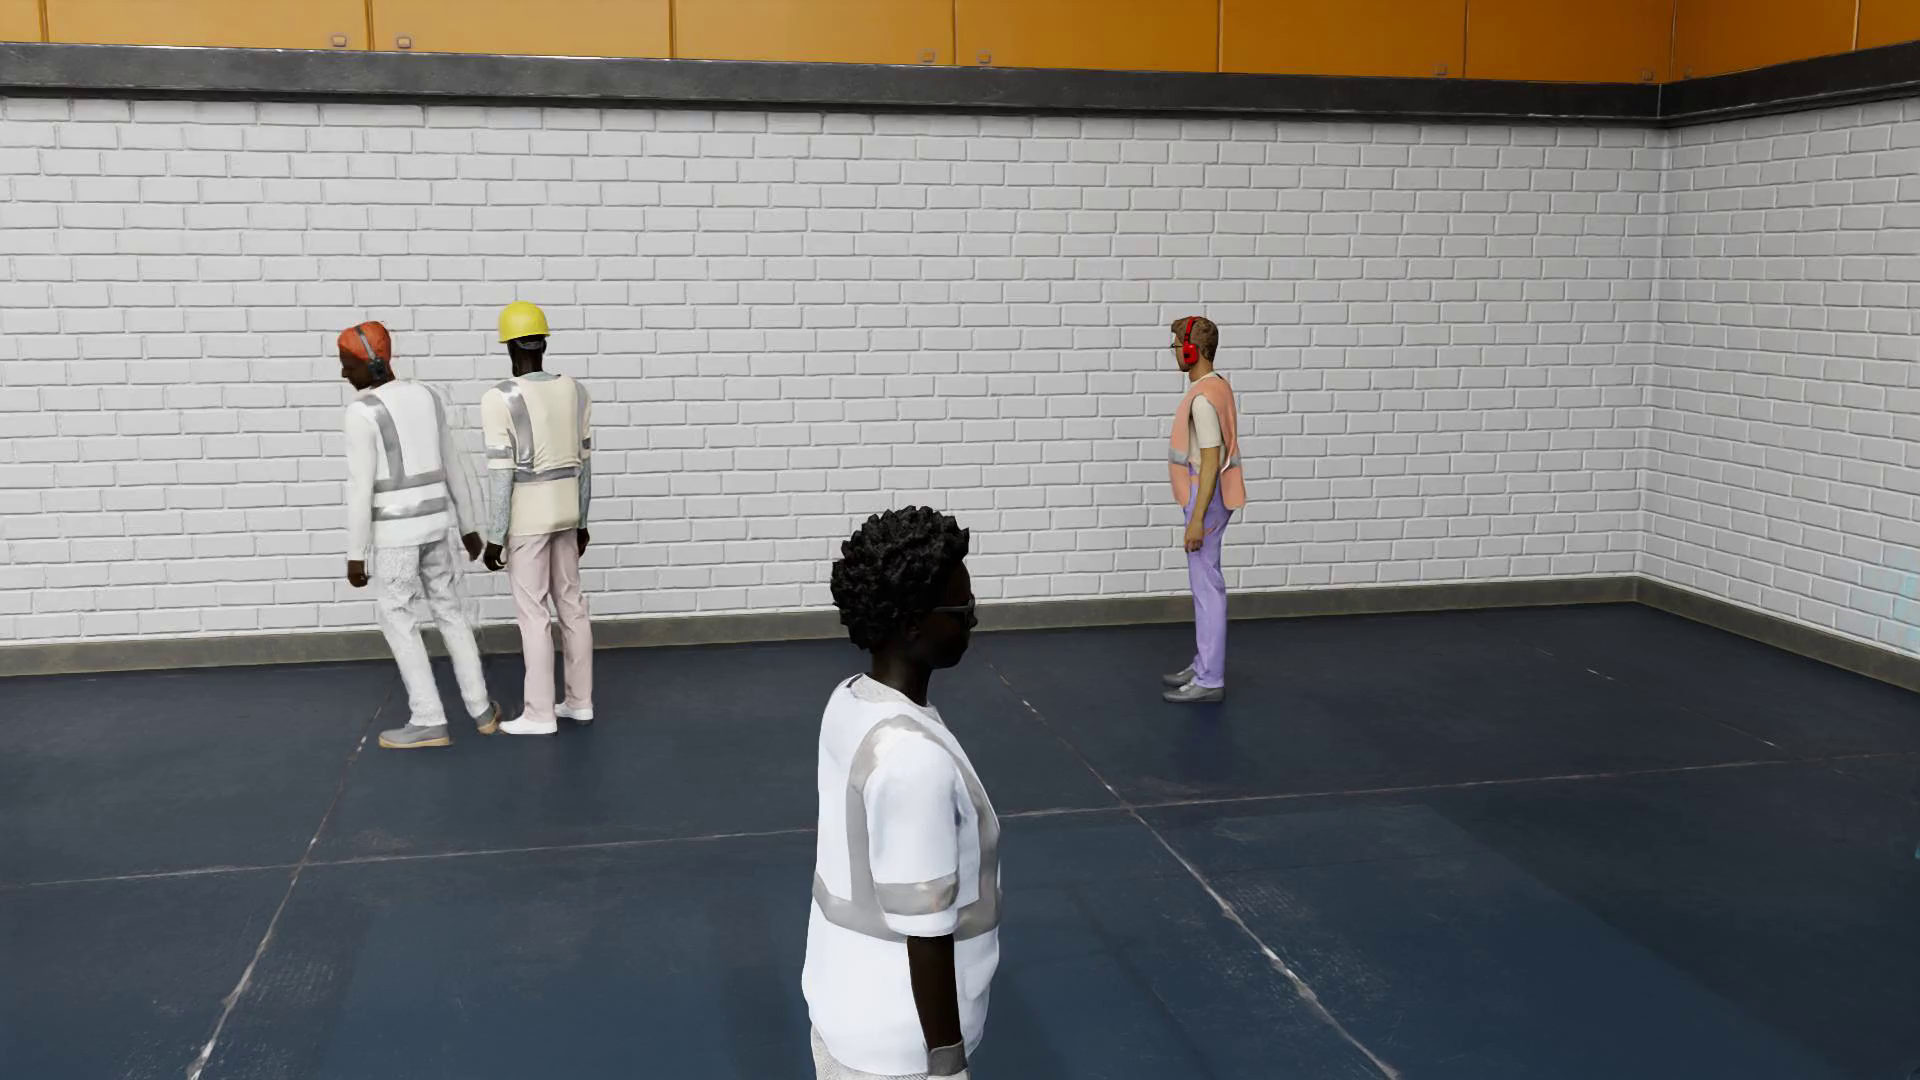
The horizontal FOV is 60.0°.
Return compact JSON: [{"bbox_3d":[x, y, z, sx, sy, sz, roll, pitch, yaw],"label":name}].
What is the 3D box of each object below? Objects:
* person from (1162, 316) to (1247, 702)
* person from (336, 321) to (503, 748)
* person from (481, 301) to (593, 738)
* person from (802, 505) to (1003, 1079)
[{"bbox_3d":[1.171,-0.143,7.950,0.394,1.841,0.564,2,9,10],"label":"person"},{"bbox_3d":[-2.326,-0.019,7.188,0.431,1.847,0.718,4,10,25],"label":"person"},{"bbox_3d":[-1.879,-0.089,7.374,0.381,1.923,0.591,6,11,33],"label":"person"},{"bbox_3d":[-0.090,0.786,2.733,0.319,1.696,0.532,-3,10,-16],"label":"person"}]
